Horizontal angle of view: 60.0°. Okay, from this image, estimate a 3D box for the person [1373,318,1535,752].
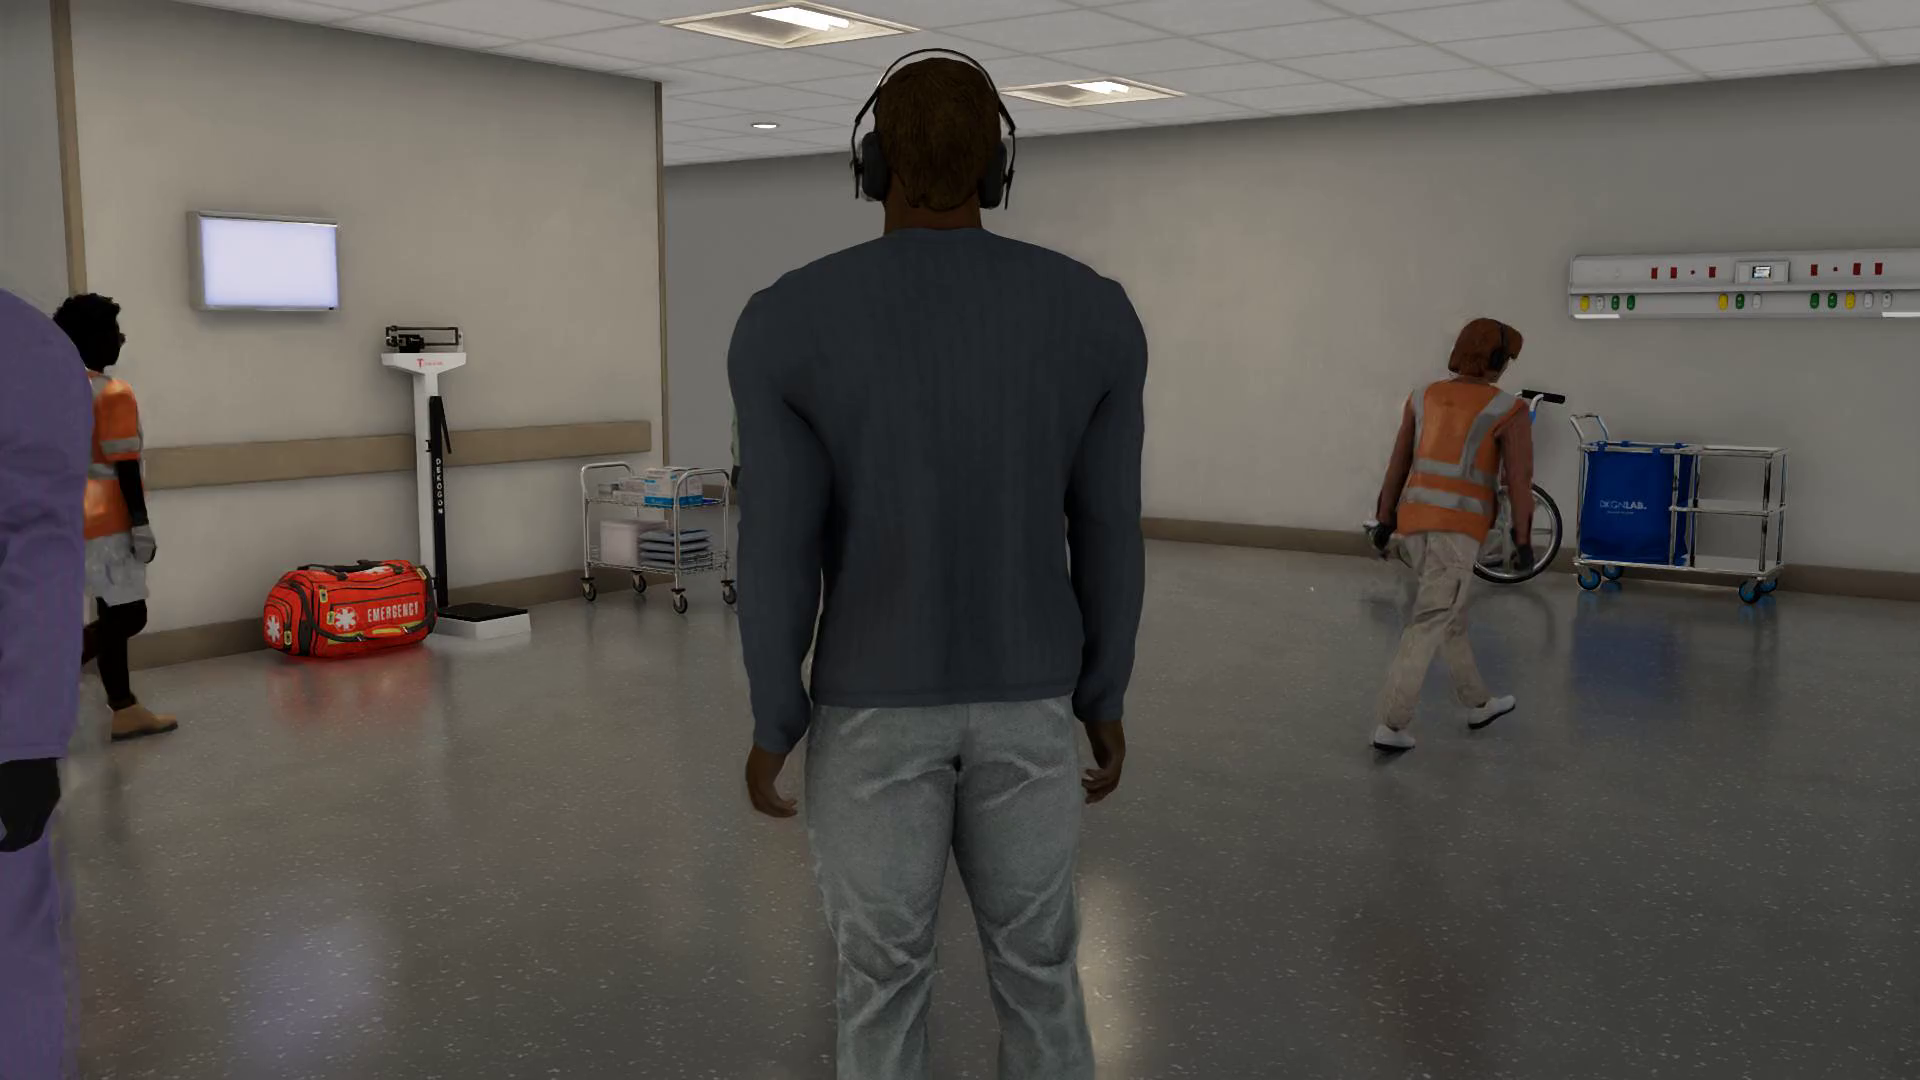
[{"bbox_3d":[1.837,-0.022,6.144,0.893,1.571,0.523,-5,9,-35],"label":"person"}]

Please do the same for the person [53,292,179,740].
[{"bbox_3d":[-3.181,-0.056,6.020,0.542,1.679,0.629,6,9,38],"label":"person"}]

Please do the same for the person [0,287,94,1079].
[{"bbox_3d":[-1.651,0.286,2.470,0.671,1.878,0.776,0,7,2],"label":"person"}]

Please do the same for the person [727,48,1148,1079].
[{"bbox_3d":[-0.029,0.255,2.507,0.627,1.940,0.371,-2,7,-13],"label":"person"}]
